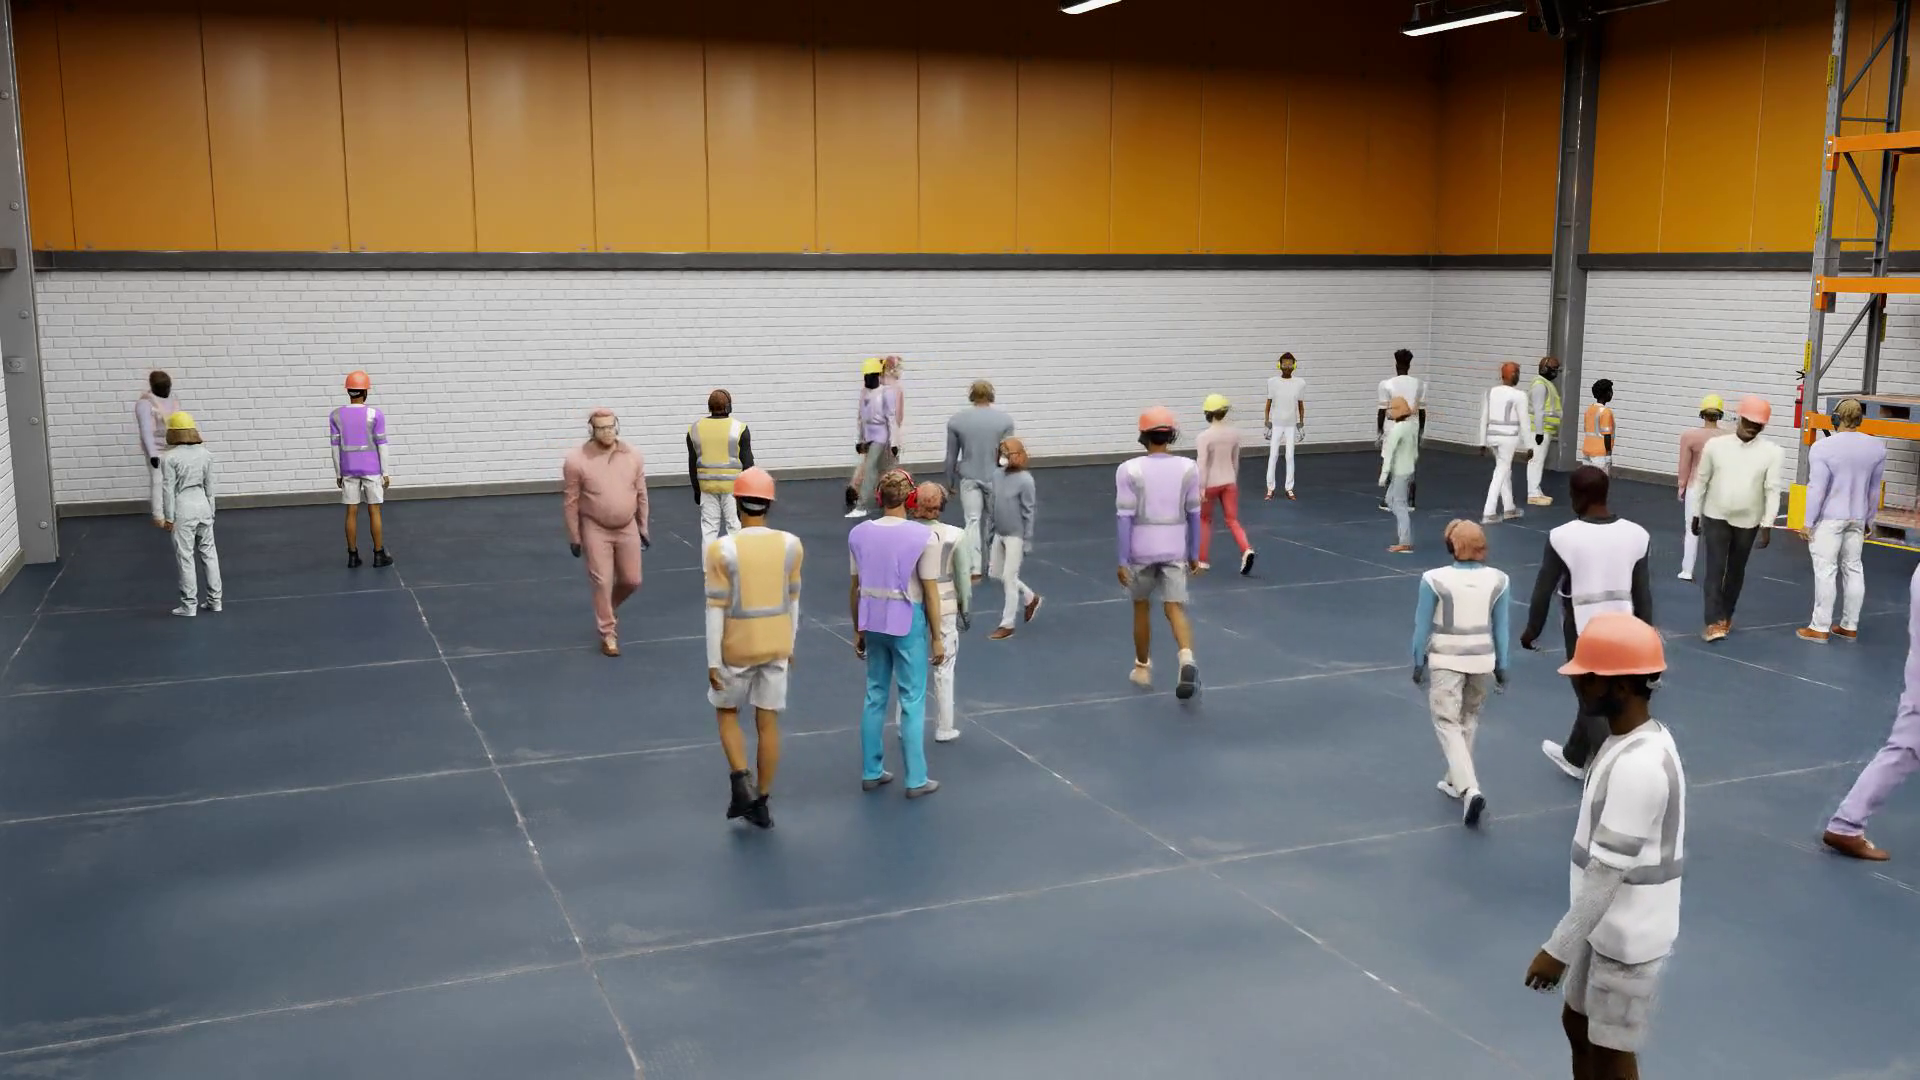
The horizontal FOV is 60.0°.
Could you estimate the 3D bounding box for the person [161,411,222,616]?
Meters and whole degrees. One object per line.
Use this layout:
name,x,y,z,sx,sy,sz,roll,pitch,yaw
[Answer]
person,-6.554,-0.224,14.134,0.333,1.734,0.480,4,10,25

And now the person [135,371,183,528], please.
person,-8.970,-1.005,18.681,0.527,1.798,0.655,3,10,18

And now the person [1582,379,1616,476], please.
person,7.197,-0.966,18.739,0.318,1.697,0.535,-1,9,-5

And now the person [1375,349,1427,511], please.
person,5.332,-1.330,20.125,0.613,1.963,0.362,-1,9,-4

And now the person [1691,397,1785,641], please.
person,6.109,-0.163,13.120,0.641,1.939,0.901,4,10,24

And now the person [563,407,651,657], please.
person,-2.720,-0.083,12.780,0.647,1.897,0.598,-6,11,-31

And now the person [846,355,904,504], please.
person,-1.019,-1.314,20.337,0.701,1.876,0.671,-6,11,-31

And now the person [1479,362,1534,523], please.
person,6.383,-1.123,19.211,0.852,1.847,0.596,-5,11,-28

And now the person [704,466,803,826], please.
person,-1.093,0.570,8.798,0.551,1.911,0.422,-4,10,-25

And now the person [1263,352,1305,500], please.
person,4.114,-1.442,21.085,0.520,1.876,0.327,1,9,7

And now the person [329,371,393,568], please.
person,-5.870,-0.688,16.324,0.546,1.938,0.360,0,9,-2

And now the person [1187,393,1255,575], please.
person,2.517,-0.535,15.977,0.519,1.743,0.766,-4,10,-25

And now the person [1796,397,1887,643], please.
person,6.904,-0.151,13.065,0.635,1.939,0.361,-2,10,-10

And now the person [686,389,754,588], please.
person,-2.169,-0.462,15.241,0.626,1.846,0.429,2,10,12

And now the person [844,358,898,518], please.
person,-0.960,-1.224,19.793,0.993,1.890,0.603,-7,12,-36

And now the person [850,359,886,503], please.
person,-0.998,-1.331,20.601,0.933,1.811,0.590,1,9,7

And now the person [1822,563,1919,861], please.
person,4.807,0.715,8.104,1.024,1.856,0.652,5,11,27

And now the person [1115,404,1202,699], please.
person,1.382,0.084,11.414,0.621,2.023,0.856,-2,10,-10

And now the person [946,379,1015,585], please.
person,0.196,-0.572,15.714,0.655,1.893,0.957,0,9,3

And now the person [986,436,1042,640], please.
person,0.436,-0.030,13.268,0.540,1.618,0.518,-7,12,-35

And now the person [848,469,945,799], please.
person,-0.372,0.526,9.295,0.568,1.835,0.393,5,11,29

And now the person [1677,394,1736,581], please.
person,6.998,-0.482,15.585,0.525,1.772,0.305,3,10,16

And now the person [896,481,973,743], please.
person,-0.195,0.460,10.308,0.546,1.637,0.315,2,10,10

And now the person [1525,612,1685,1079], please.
person,1.955,1.171,5.076,0.427,1.927,0.560,3,10,18

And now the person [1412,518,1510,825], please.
person,2.723,0.694,8.961,0.515,1.611,0.755,-1,9,-7

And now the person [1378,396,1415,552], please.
person,4.540,-0.677,17.220,0.411,1.617,0.517,6,11,31

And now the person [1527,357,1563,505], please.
person,7.261,-1.360,20.705,0.430,1.838,0.624,5,10,26

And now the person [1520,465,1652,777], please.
person,3.447,0.514,9.232,0.597,1.868,0.969,-3,10,-16
